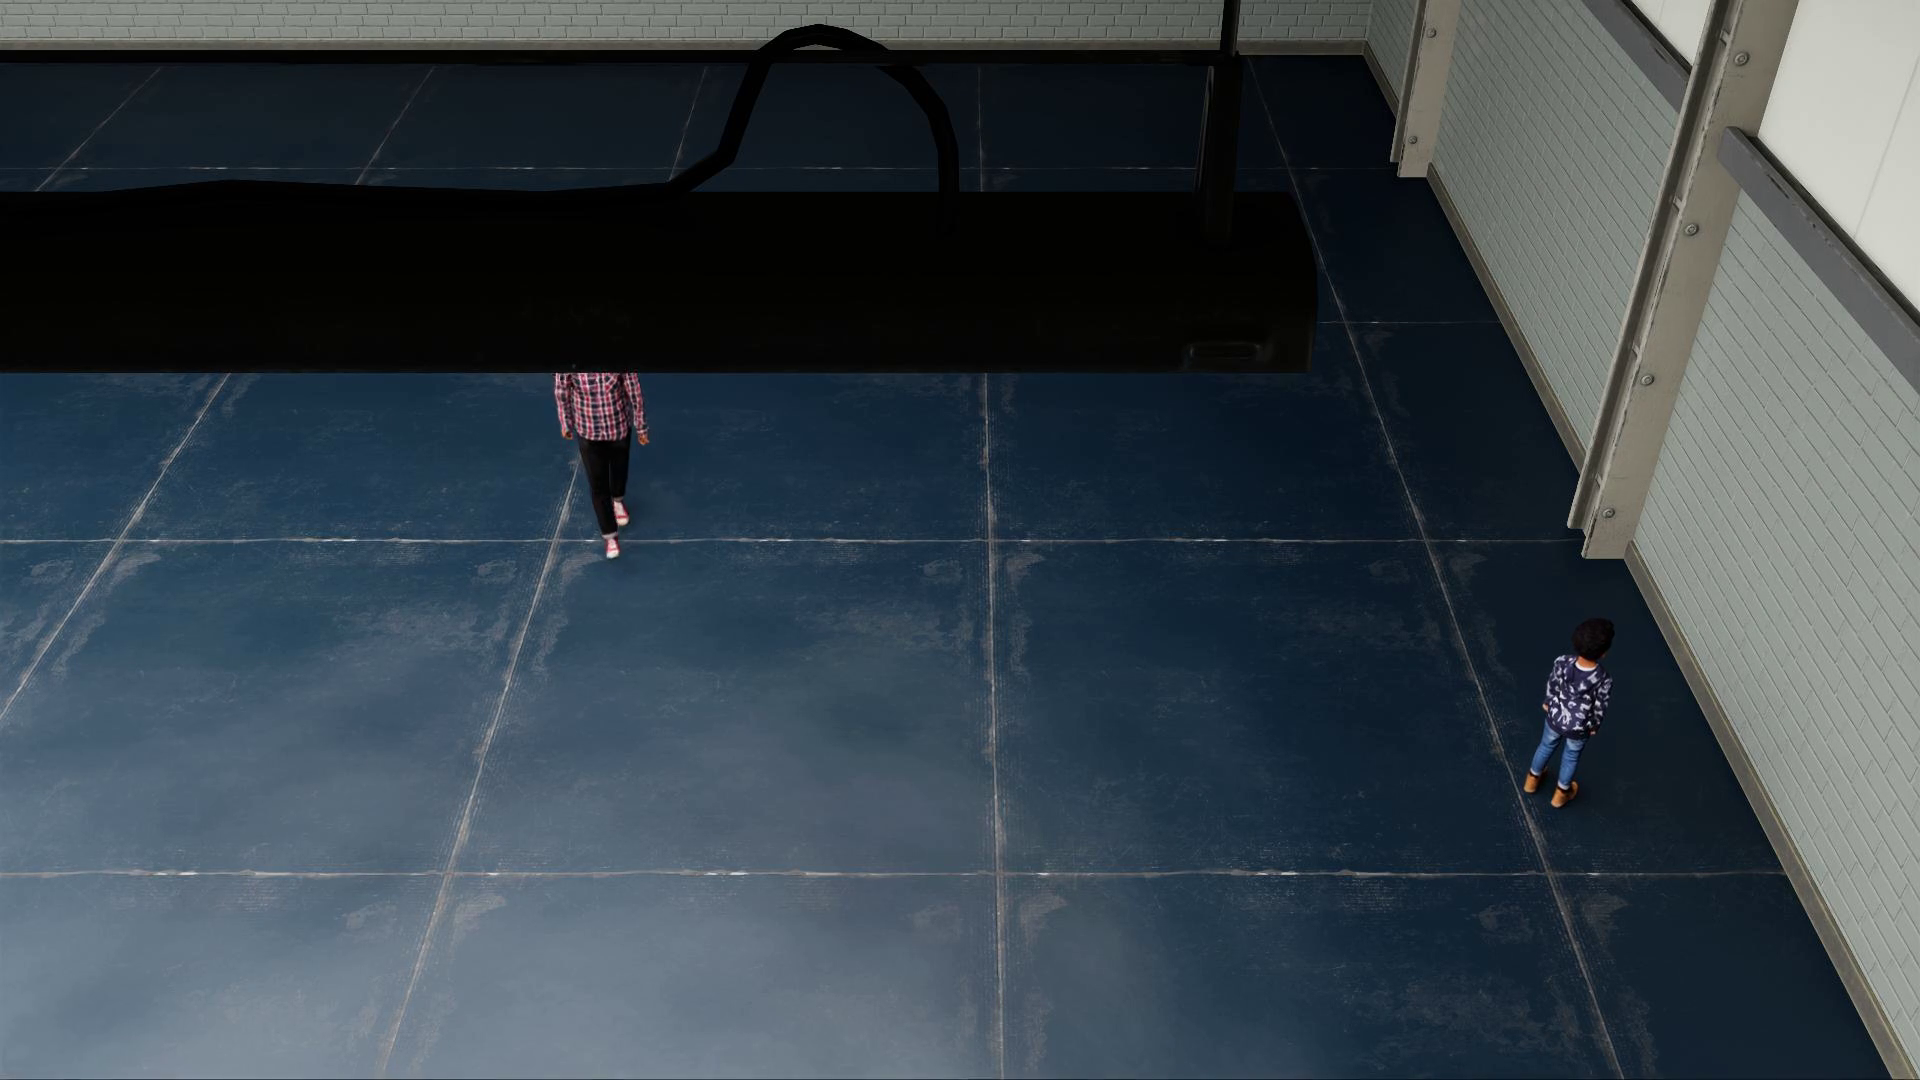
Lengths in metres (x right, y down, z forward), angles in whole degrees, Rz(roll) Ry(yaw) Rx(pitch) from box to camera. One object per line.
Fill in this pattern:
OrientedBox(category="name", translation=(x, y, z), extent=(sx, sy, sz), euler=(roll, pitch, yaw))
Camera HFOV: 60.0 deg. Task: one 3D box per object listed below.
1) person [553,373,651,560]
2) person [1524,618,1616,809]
OrientedBox(category="person", translation=(-2.379, -0.804, 11.075), extent=(0.923, 1.729, 1.150), euler=(-10, 38, -13))
OrientedBox(category="person", translation=(3.373, 0.945, 9.171), extent=(0.561, 1.248, 0.617), euler=(29, 46, 33))
